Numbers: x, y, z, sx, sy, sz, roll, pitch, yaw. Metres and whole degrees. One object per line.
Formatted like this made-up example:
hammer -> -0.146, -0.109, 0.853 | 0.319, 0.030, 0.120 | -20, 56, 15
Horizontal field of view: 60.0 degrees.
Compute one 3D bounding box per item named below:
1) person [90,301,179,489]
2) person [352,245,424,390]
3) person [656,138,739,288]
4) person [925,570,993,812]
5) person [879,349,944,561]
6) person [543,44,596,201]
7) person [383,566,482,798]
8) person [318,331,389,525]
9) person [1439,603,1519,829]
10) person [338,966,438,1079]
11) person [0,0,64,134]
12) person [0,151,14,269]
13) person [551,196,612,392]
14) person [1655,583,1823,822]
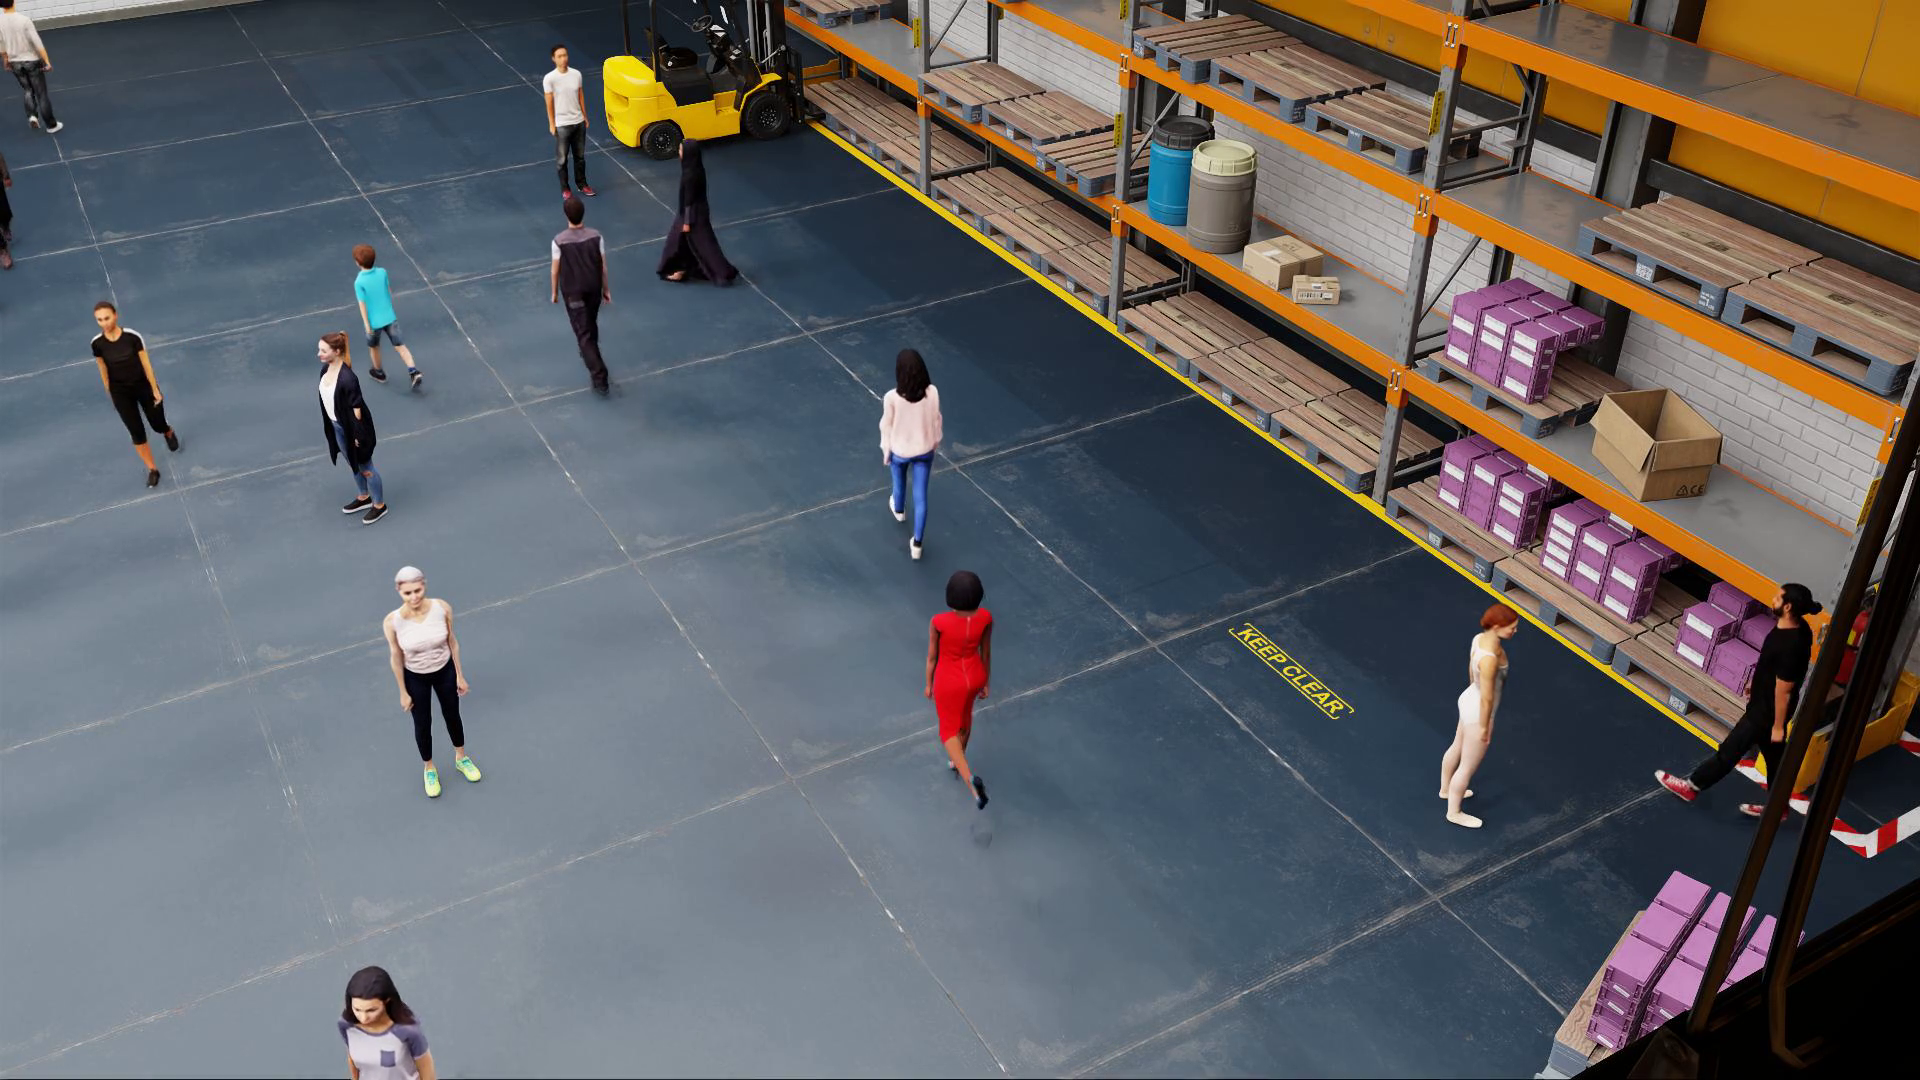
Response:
person -> -7.003, -1.302, 14.148 | 0.767, 1.658, 0.967 | -6, 34, -10
person -> -5.359, -2.063, 15.498 | 0.996, 1.430, 0.692 | 28, 42, 35
person -> -2.691, -3.398, 17.350 | 0.984, 1.603, 1.122 | -2, 34, -3
person -> 0.013, 0.984, 10.649 | 0.664, 1.724, 0.996 | -12, 35, -17
person -> -0.366, -0.636, 13.069 | 0.910, 1.742, 1.119 | -4, 34, -7
person -> -4.576, -4.884, 19.404 | 0.683, 1.804, 0.596 | -25, 41, -33
person -> -3.449, 0.888, 10.812 | 0.598, 1.703, 0.532 | -20, 38, -27
person -> -4.968, -0.930, 13.564 | 0.615, 1.683, 0.759 | 25, 41, 33
person -> 3.280, 1.089, 10.564 | 0.679, 1.643, 0.586 | 3, 34, 5
person -> -2.725, 2.658, 8.135 | 0.707, 1.719, 0.746 | 3, 34, 4
person -> -11.942, -6.043, 21.153 | 0.870, 1.799, 0.887 | 0, 34, -1
person -> -10.489, -3.867, 17.863 | 0.683, 1.816, 0.990 | -18, 37, -24
person -> -3.477, -2.241, 15.429 | 0.654, 1.804, 1.155 | -18, 37, -25
person -> 5.216, 1.083, 10.505 | 1.179, 1.719, 1.020 | 14, 36, 20
